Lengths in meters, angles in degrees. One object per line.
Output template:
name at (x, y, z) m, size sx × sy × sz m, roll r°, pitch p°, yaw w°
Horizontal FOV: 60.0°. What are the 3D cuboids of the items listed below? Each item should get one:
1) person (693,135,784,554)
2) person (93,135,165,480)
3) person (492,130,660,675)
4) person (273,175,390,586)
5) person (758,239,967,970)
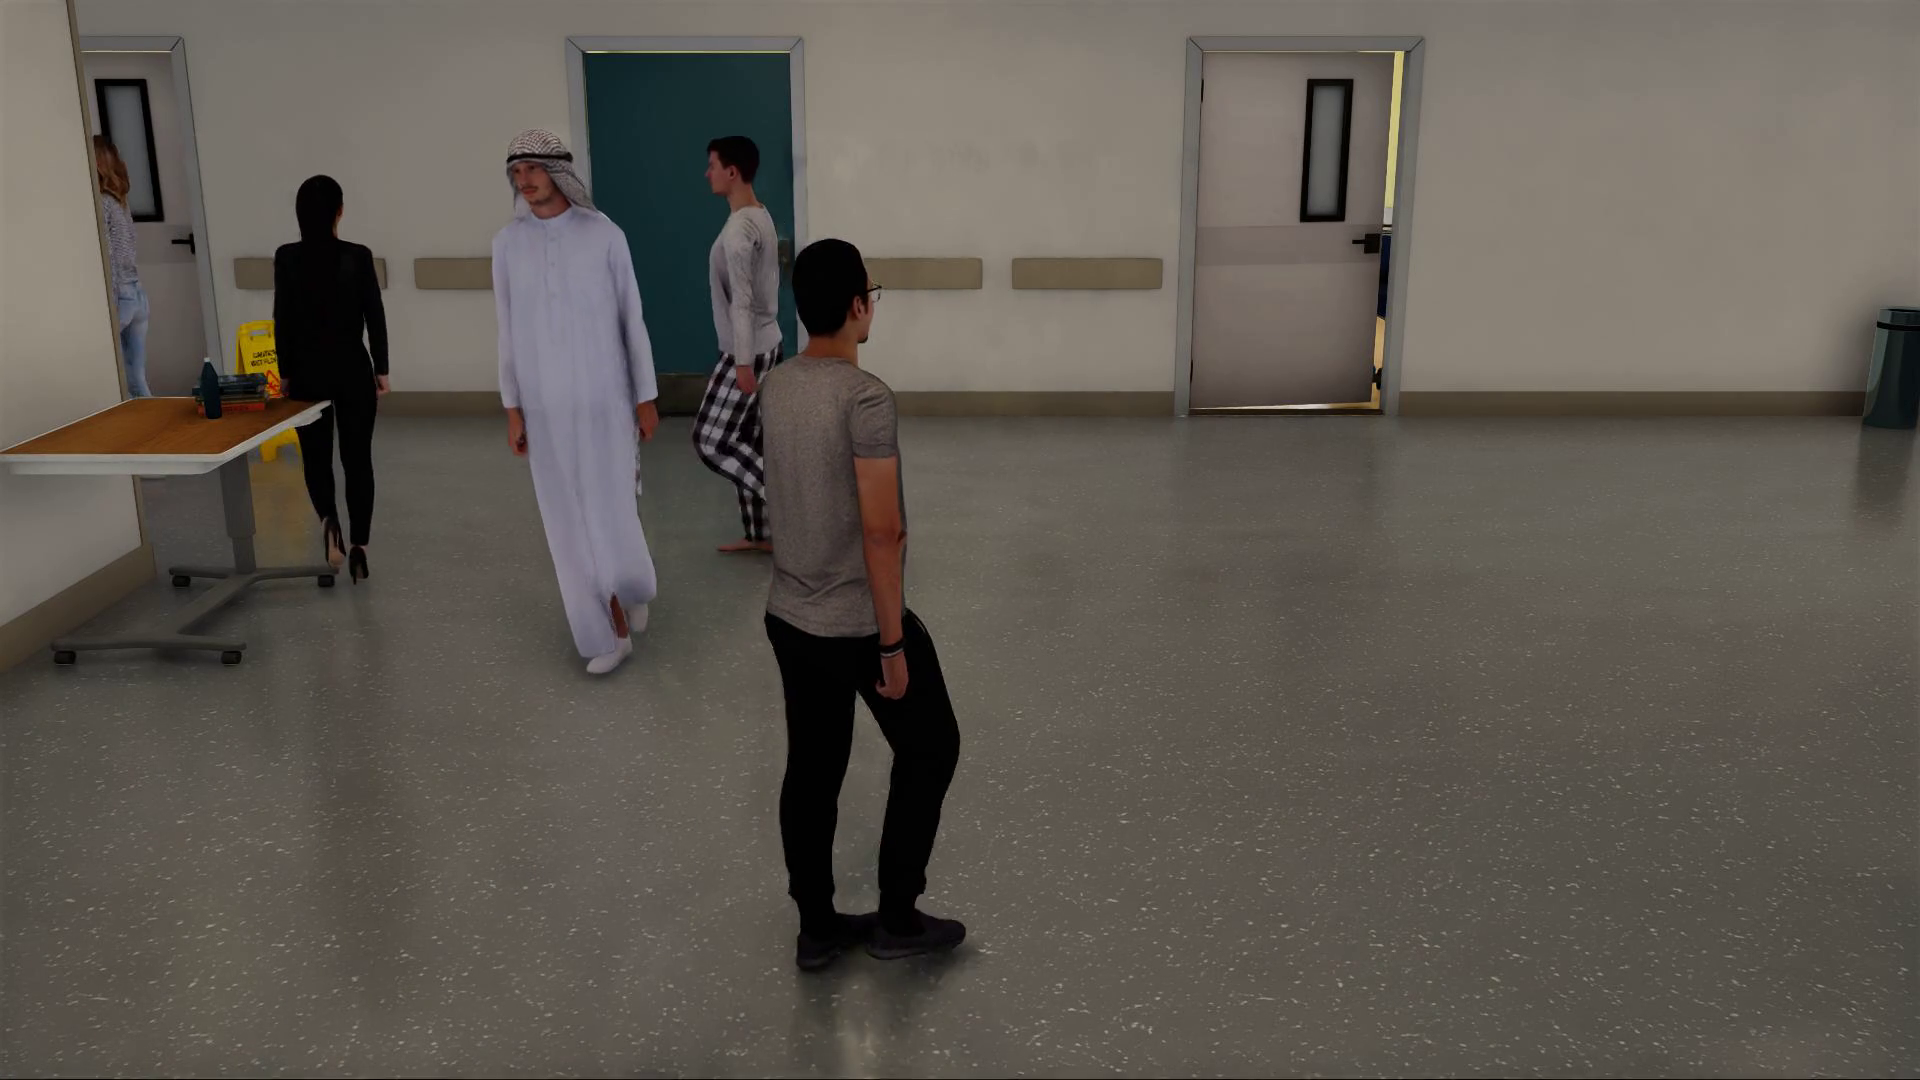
person at (-0.842, -0.818, 7.265) m, size 0.766 × 1.838 × 0.678 m, roll 2°, pitch 16°, yaw 7°
person at (-4.305, -1.191, 8.685) m, size 0.640 × 1.786 × 0.590 m, roll -1°, pitch 16°, yaw -3°
person at (-1.359, -0.490, 5.988) m, size 0.775 × 1.899 × 0.775 m, roll 0°, pitch 16°, yaw 0°
person at (-2.569, -0.619, 6.811) m, size 0.749 × 1.700 × 0.766 m, roll -5°, pitch 16°, yaw -16°
person at (-0.323, 0.200, 3.821) m, size 0.782 × 1.746 × 0.844 m, roll 15°, pitch 22°, yaw 43°
